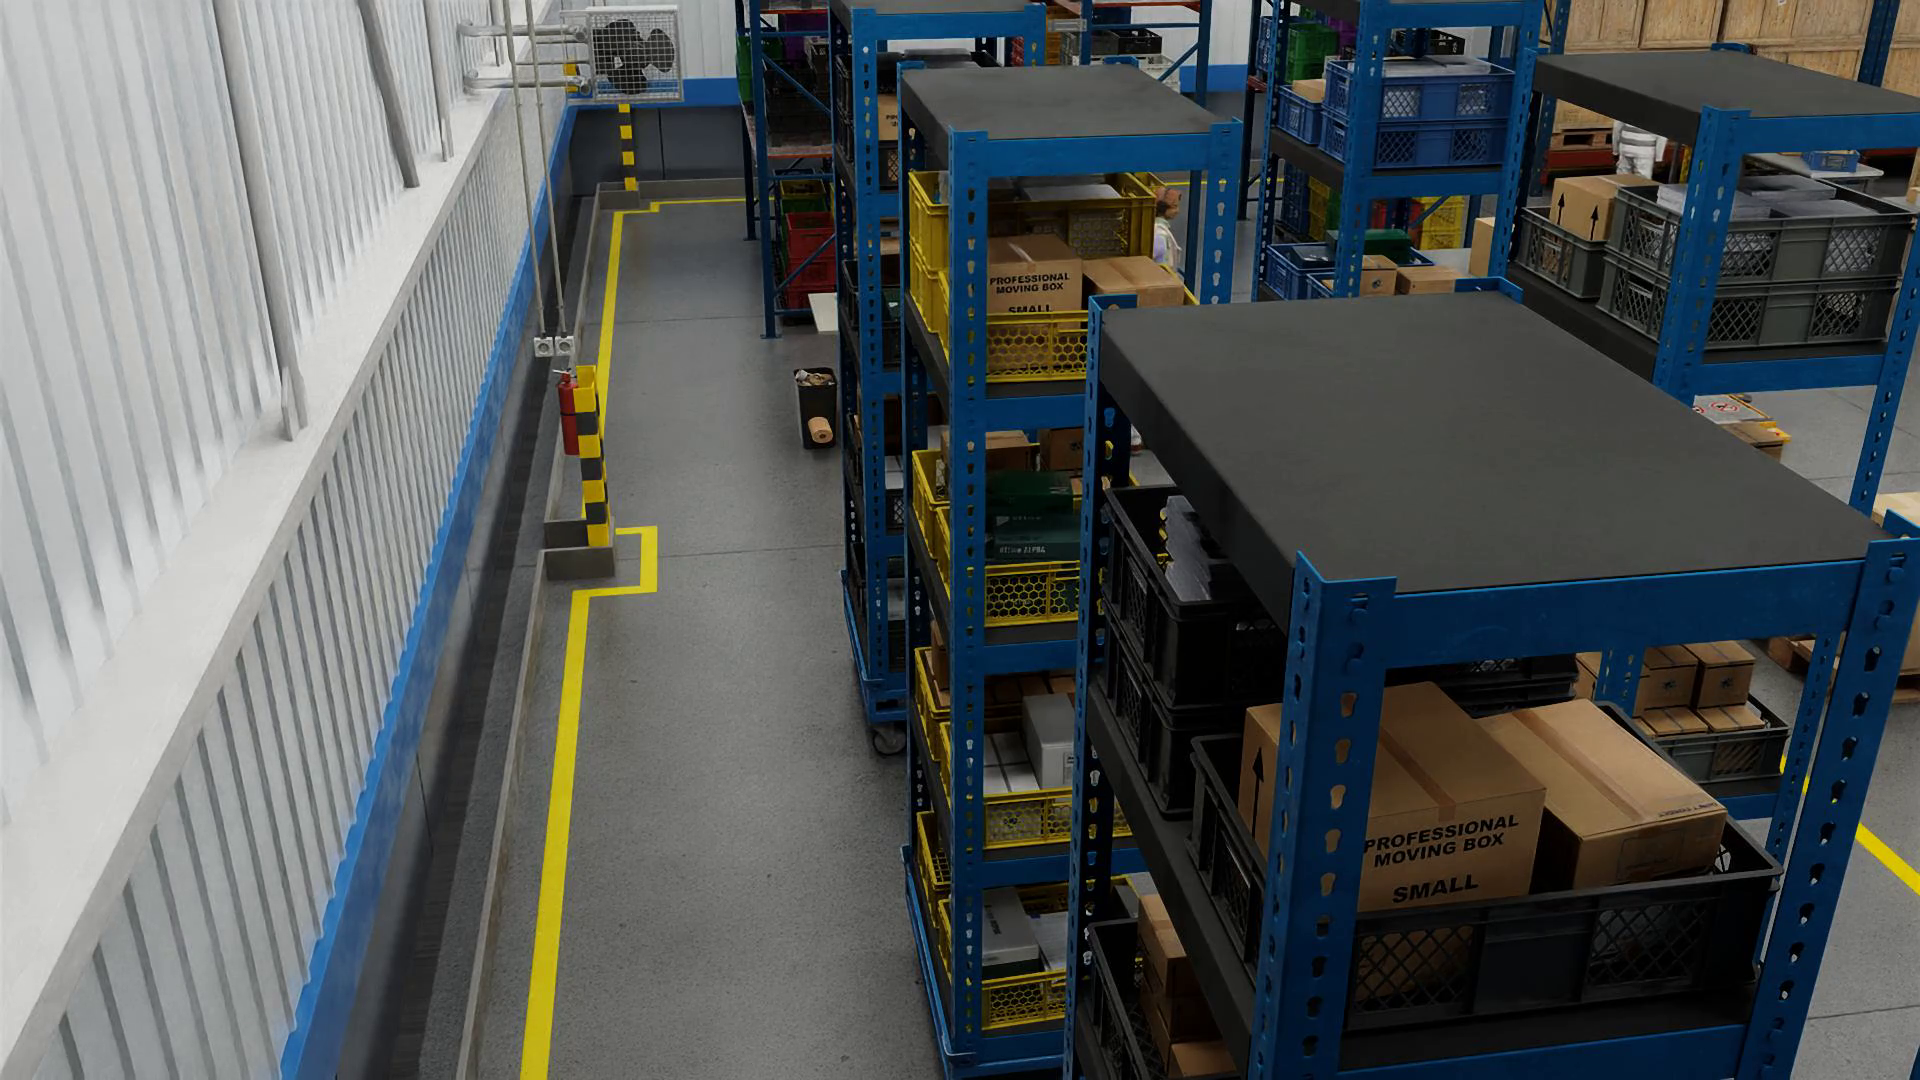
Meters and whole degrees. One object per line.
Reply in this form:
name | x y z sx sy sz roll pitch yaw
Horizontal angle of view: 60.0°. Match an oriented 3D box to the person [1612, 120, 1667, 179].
person | 6.884 -3.930 16.894 0.358 1.882 0.574 -17 30 -33
